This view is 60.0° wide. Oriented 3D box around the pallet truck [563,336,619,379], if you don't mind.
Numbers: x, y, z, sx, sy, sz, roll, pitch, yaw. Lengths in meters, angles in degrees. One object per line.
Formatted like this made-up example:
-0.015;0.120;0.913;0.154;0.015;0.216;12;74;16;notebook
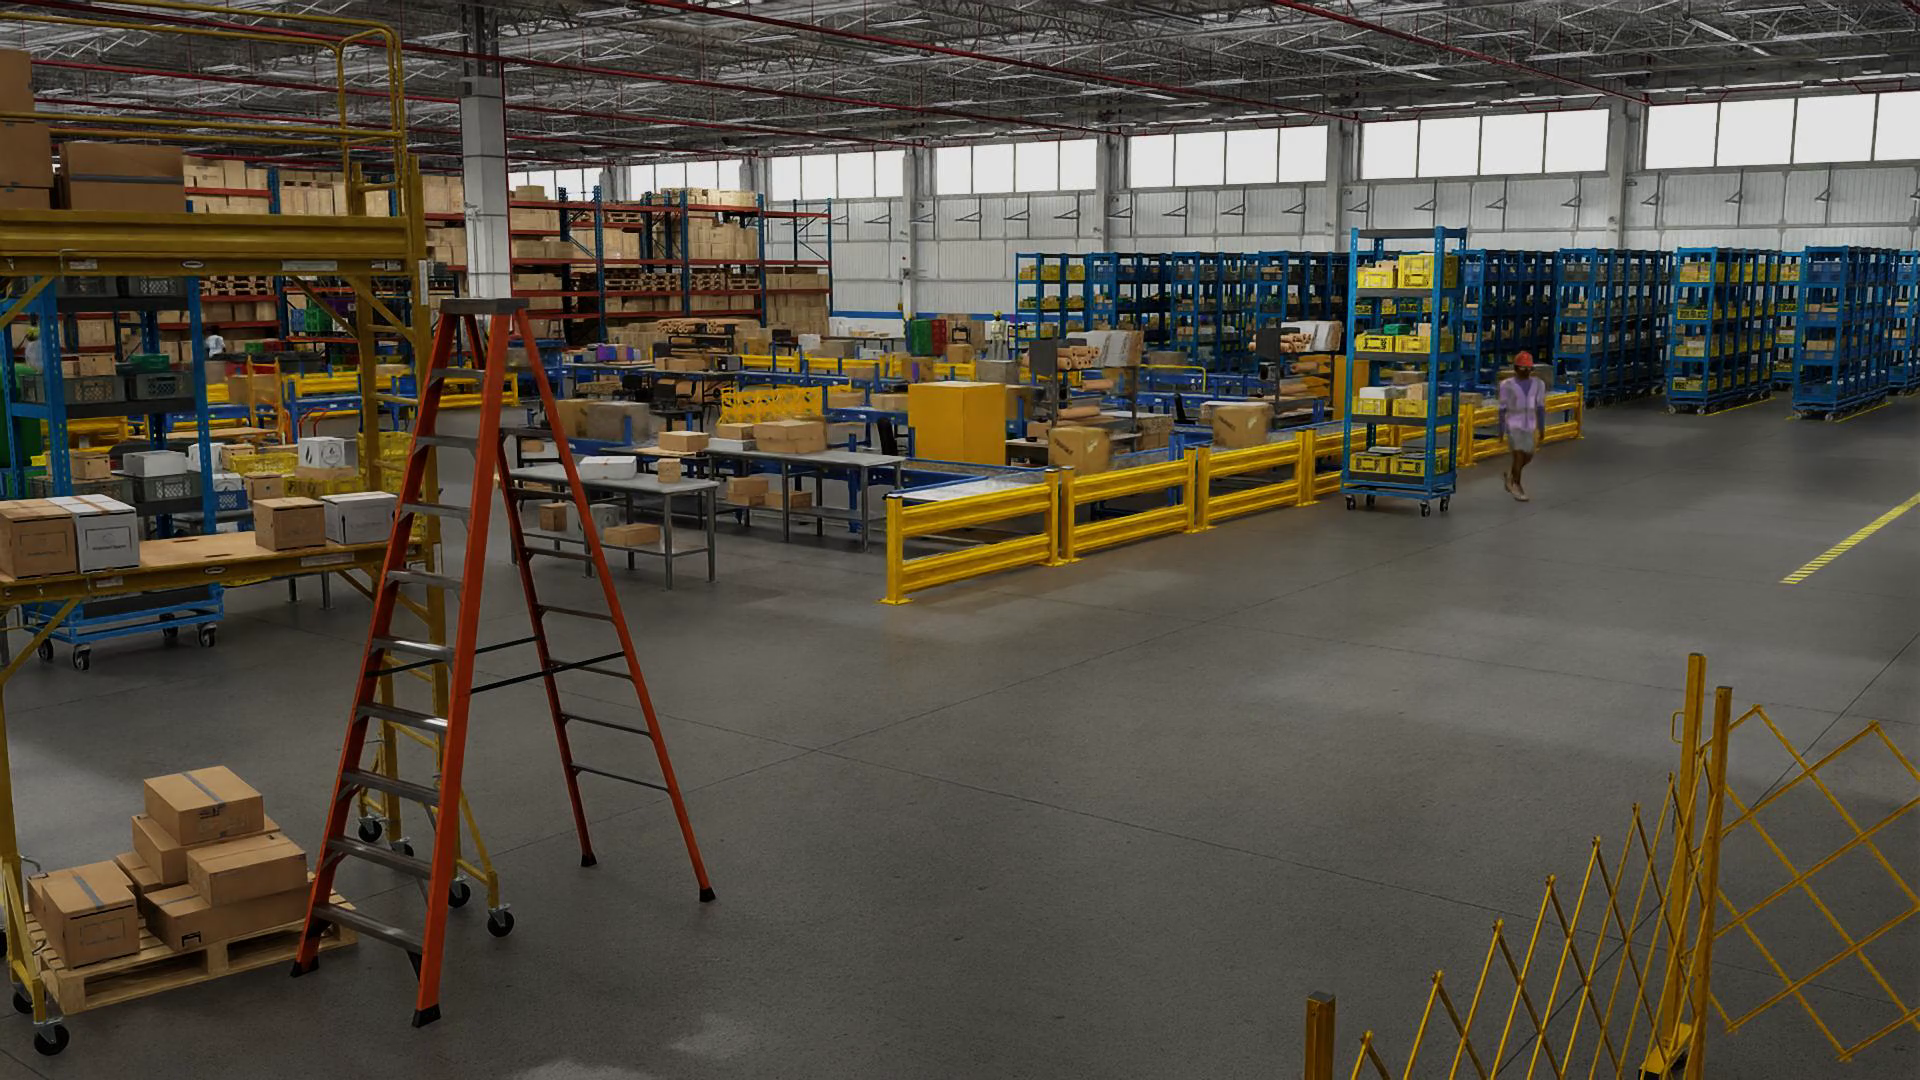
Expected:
-10.690;-5.294;48.215;1.601;1.201;0.680;-5;10;-26;pallet truck

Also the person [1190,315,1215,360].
6.710;-5.311;46.230;0.648;1.889;1.005;5;11;30;person

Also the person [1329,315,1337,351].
10.991;-5.832;49.752;0.572;1.819;0.795;-6;11;-34;person

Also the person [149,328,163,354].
-19.207;-4.229;39.972;0.552;1.725;0.853;8;12;42;person

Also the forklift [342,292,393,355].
-16.485;-5.622;45.120;1.129;2.768;1.873;7;11;37;forklift

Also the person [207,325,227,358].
-20.008;-4.943;44.679;0.538;1.659;0.853;5;10;27;person

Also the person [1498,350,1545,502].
7.520;-1.545;22.364;0.617;2.018;0.820;-1;9;-4;person

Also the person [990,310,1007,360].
1.233;-6.619;54.599;0.586;1.835;0.403;6;11;33;person

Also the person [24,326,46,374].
-21.649;-4.119;39.072;0.605;1.813;0.759;5;10;28;person

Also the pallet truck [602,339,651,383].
-8.991;-4.871;45.351;0.653;1.274;1.630;7;11;37;pallet truck
